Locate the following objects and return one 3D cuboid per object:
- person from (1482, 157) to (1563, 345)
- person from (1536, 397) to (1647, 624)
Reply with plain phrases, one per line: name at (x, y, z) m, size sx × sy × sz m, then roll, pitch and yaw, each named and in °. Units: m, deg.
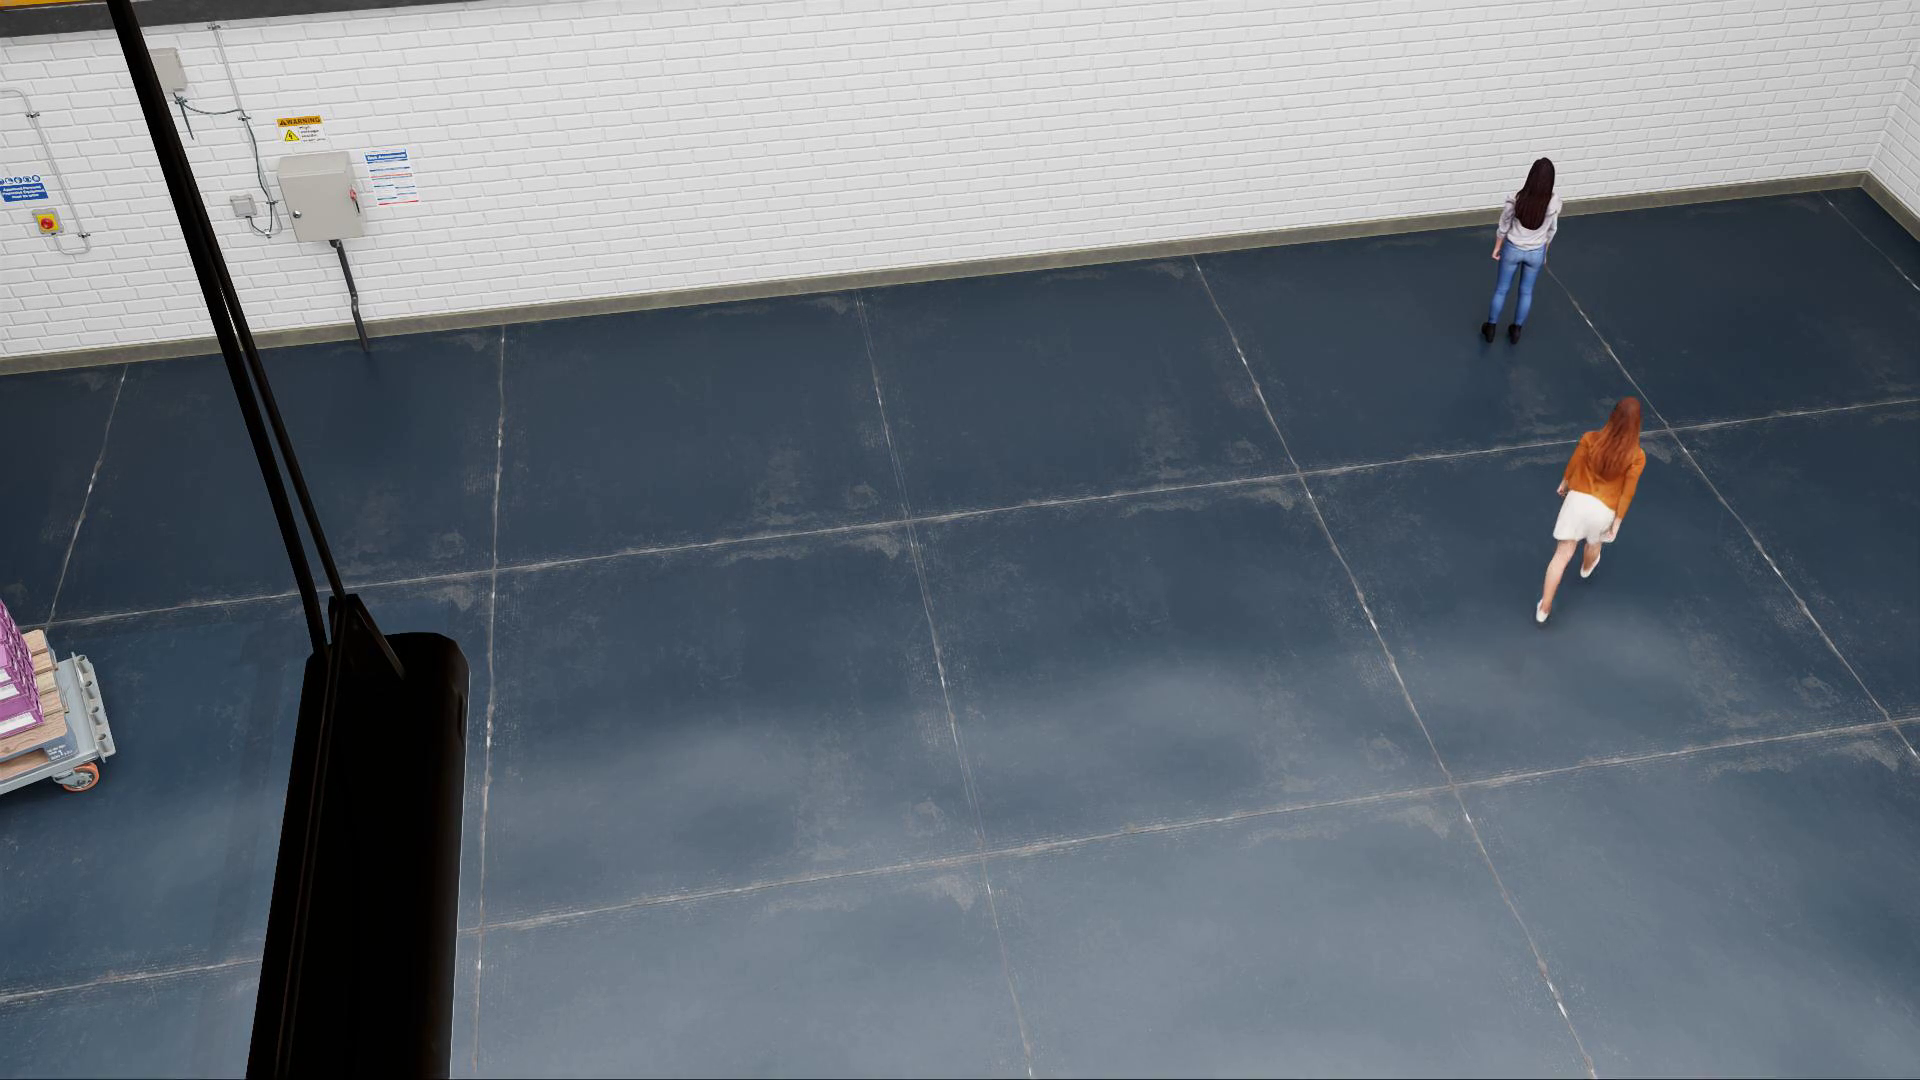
person at (4.486, -2.284, 13.226) m, size 0.659 × 1.630 × 0.636 m, roll 8°, pitch 44°, yaw 8°
person at (4.126, -0.154, 10.957) m, size 1.077 × 1.675 × 1.177 m, roll 23°, pitch 48°, yaw 22°
